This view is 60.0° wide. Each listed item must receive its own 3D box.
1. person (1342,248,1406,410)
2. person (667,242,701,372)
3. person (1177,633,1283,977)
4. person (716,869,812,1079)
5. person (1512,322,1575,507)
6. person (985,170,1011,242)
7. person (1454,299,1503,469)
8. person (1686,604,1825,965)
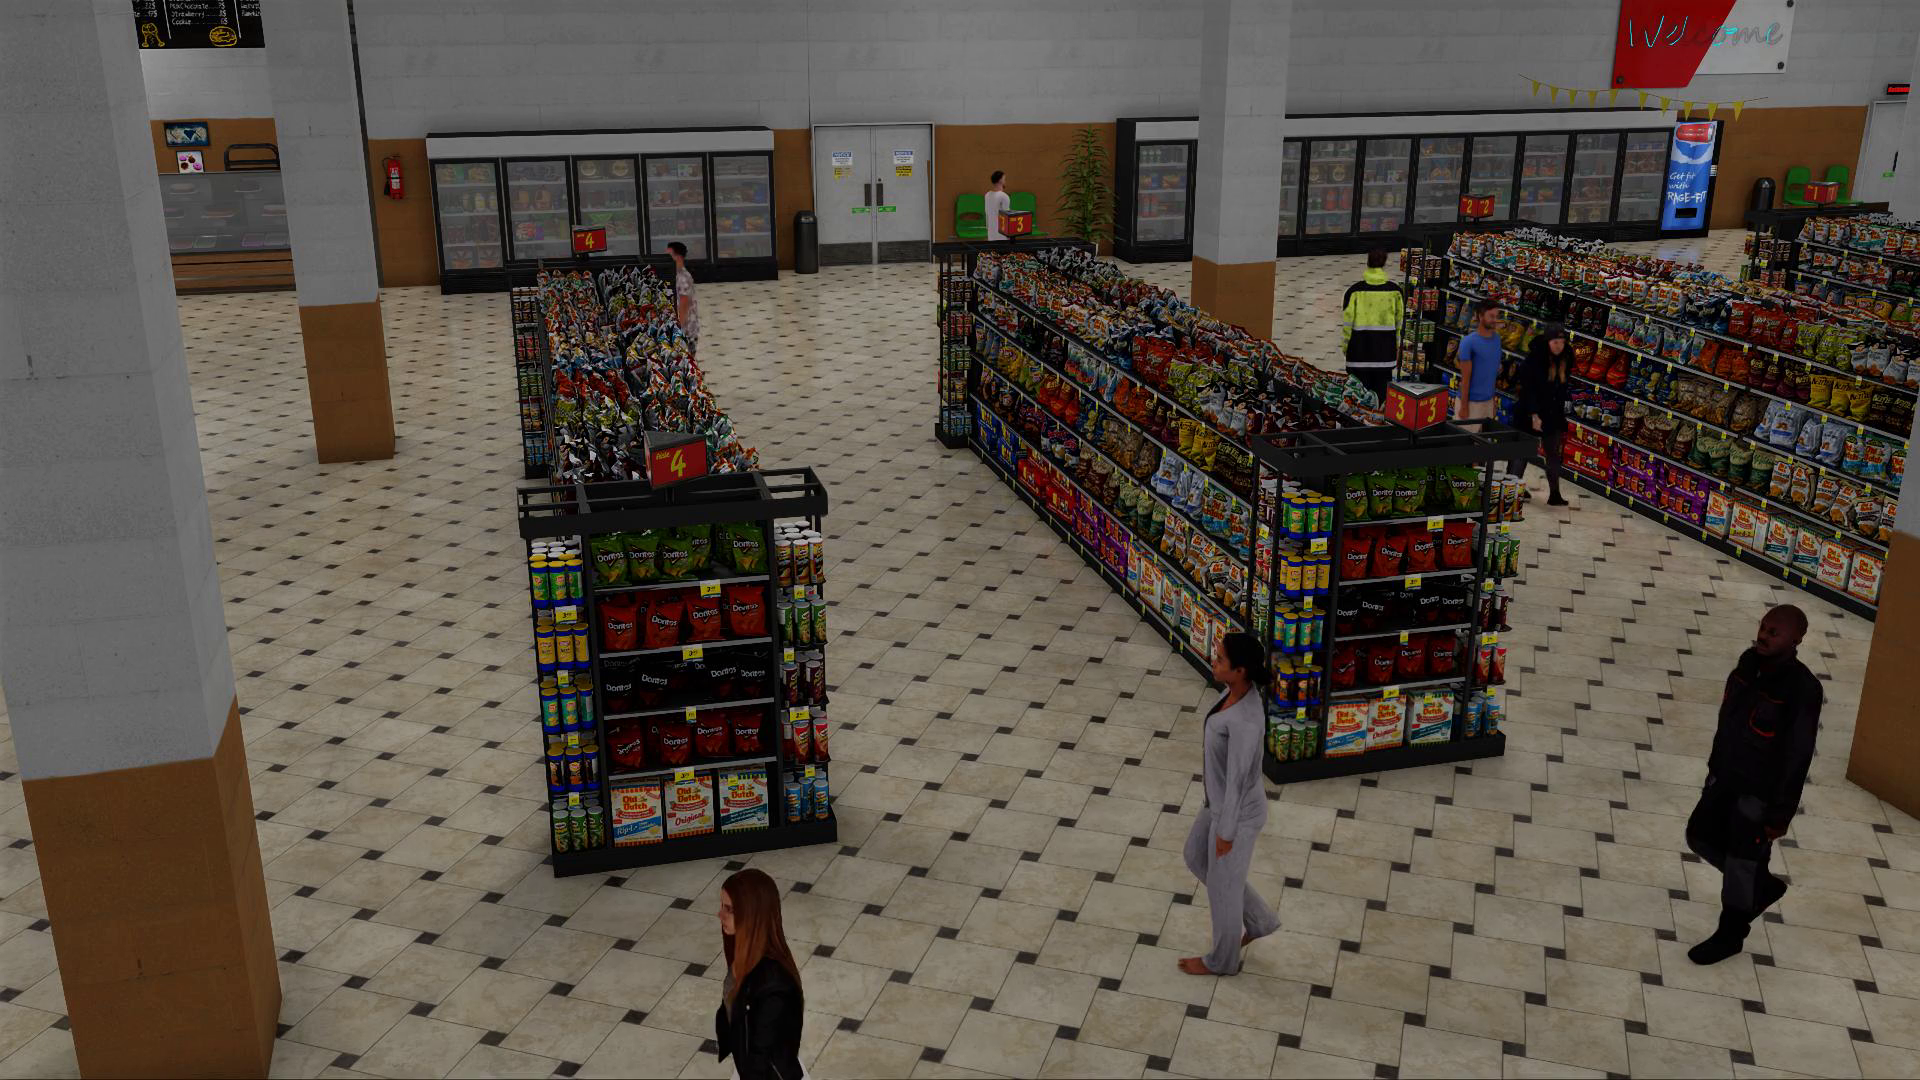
[{"bbox_3d":[4.143,-1.958,16.777,0.834,1.982,0.749,0,19,0],"label":"person"},{"bbox_3d":[-2.946,-2.366,18.266,0.763,1.803,0.580,-6,19,-16],"label":"person"},{"bbox_3d":[1.339,1.237,7.698,0.830,1.728,0.769,2,19,5],"label":"person"},{"bbox_3d":[-0.577,1.909,5.792,0.737,1.674,0.968,-8,20,-21],"label":"person"},{"bbox_3d":[5.135,-1.143,14.880,0.694,1.650,0.925,-3,19,-10],"label":"person"},{"bbox_3d":[0.579,-4.582,24.781,0.811,1.840,0.672,-16,24,-39],"label":"person"},{"bbox_3d":[4.586,-1.232,14.811,0.718,1.862,0.671,-12,22,-32],"label":"person"},{"bbox_3d":[3.834,1.133,7.873,0.758,1.814,0.747,-5,19,-14],"label":"person"}]
